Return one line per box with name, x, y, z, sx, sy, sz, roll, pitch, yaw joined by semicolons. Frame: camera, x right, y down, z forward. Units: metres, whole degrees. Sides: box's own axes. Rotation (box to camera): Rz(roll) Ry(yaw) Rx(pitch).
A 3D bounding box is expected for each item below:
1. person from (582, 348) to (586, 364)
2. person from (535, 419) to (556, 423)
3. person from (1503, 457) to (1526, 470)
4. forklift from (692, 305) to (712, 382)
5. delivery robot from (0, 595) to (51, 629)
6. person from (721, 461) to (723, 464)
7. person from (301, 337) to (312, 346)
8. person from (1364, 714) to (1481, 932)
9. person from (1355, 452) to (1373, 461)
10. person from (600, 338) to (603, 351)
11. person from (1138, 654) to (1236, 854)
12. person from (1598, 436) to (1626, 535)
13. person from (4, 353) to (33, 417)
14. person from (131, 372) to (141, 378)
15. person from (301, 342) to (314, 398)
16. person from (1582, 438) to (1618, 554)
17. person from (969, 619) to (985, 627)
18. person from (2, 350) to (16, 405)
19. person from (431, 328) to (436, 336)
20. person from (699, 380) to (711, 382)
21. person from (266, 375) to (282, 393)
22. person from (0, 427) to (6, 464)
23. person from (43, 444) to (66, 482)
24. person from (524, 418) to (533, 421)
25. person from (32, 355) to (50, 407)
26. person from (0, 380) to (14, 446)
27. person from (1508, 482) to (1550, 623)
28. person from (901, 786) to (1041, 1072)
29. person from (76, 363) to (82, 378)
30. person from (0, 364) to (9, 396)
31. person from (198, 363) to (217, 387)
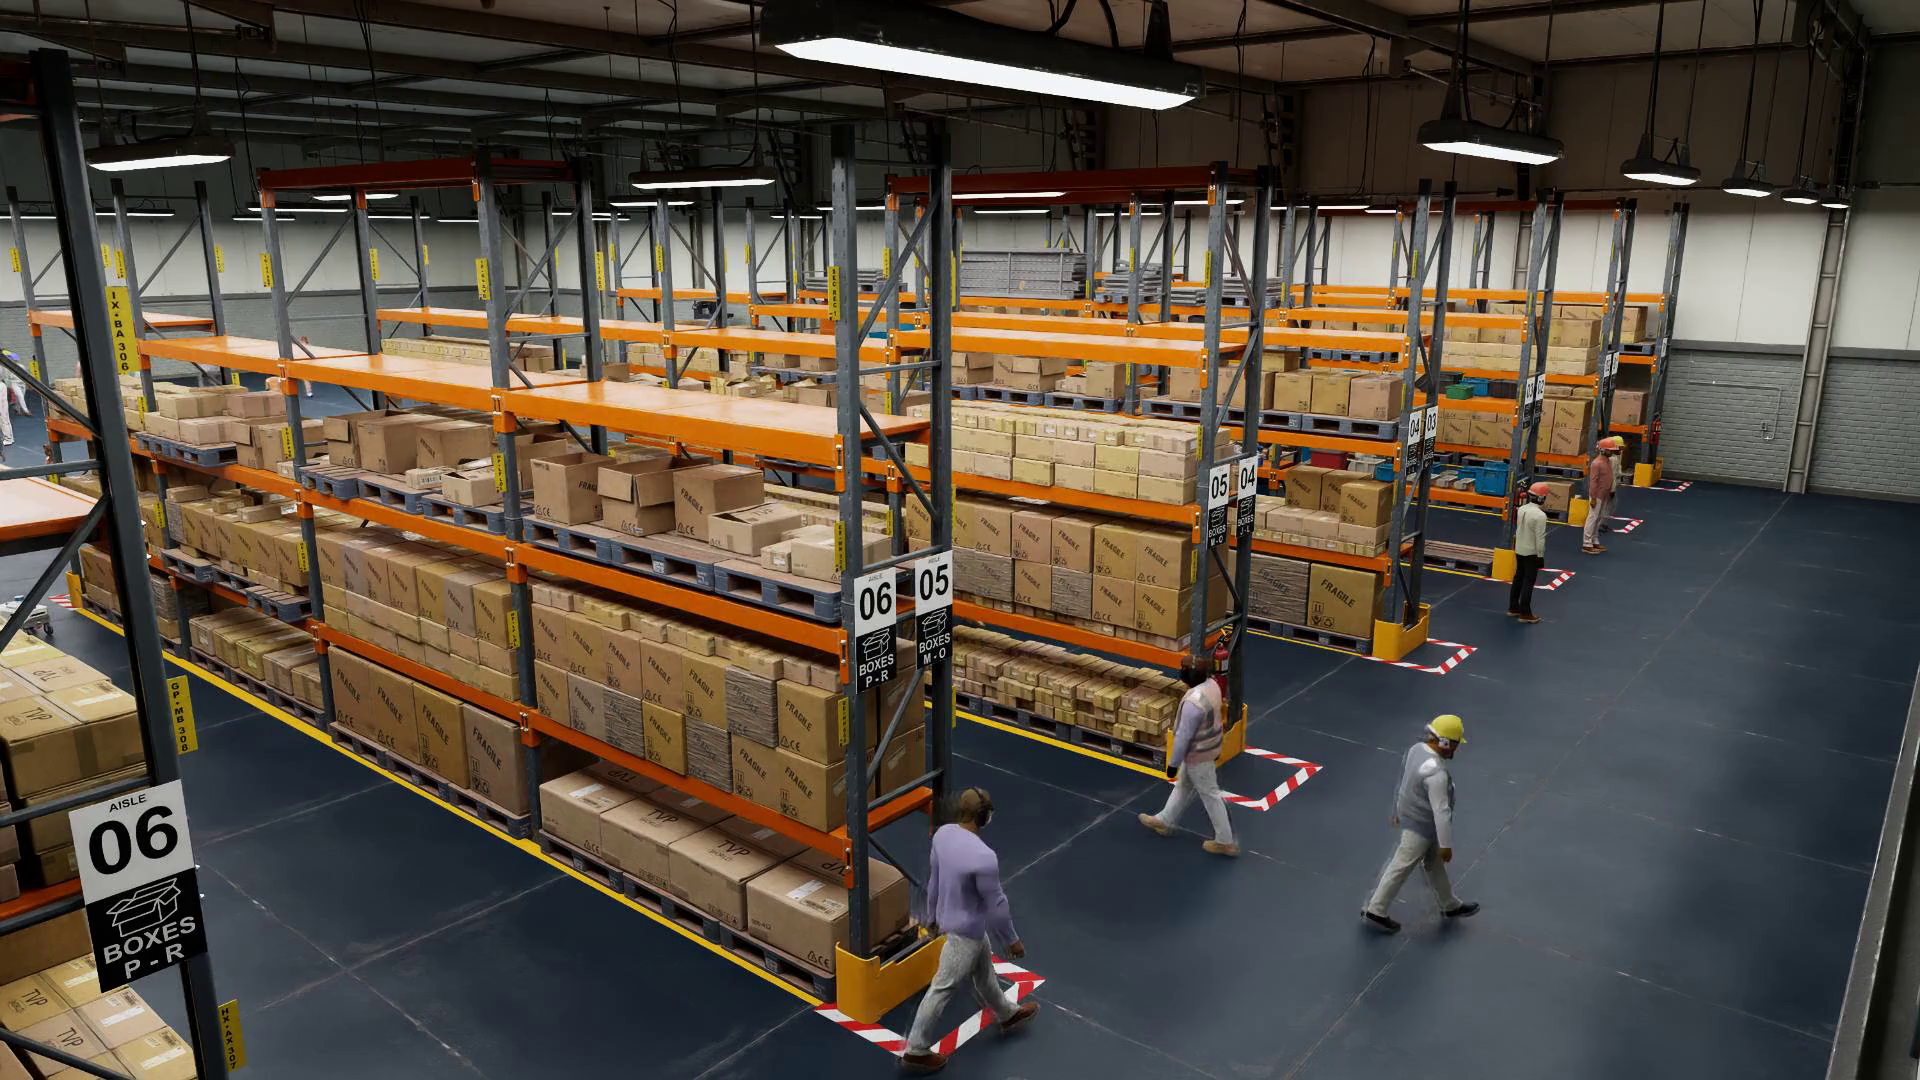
person;-12.791;-5.877;43.497;0.505;1.602;0.849;-10;17;-36
person;-9.757;-2.780;29.933;0.639;1.985;1.055;-4;14;-15
person;12.017;-2.084;27.217;0.610;1.912;1.011;-6;15;-25
forklift;-9.511;-7.392;47.124;1.873;2.768;1.129;11;17;38
delivery robot;-12.842;1.003;17.240;0.707;0.478;0.477;6;15;22
person;-5.682;-2.457;28.814;0.986;1.889;0.564;5;15;21
person;-24.496;-6.803;47.207;0.499;1.633;0.286;-6;15;-24
person;3.666;2.214;9.848;0.958;1.764;0.664;2;14;7
person;8.130;-1.628;25.286;0.371;1.940;0.630;-1;14;-6
person;-14.260;-7.442;49.080;0.706;2.000;0.689;-1;14;-3
person;2.058;1.877;11.150;0.943;1.797;0.652;6;15;24
person;11.857;-0.989;22.930;0.540;1.805;0.629;5;14;19
person;-28.345;-4.666;37.858;0.979;1.908;0.606;5;15;20
person;-25.508;-4.864;39.239;0.368;1.623;0.543;3;14;14
person;-21.896;-5.716;42.274;0.991;1.853;0.656;13;19;43
person;10.996;-0.766;21.623;0.622;1.993;0.384;-12;18;-41
person;0.006;0.286;17.665;0.631;1.821;0.777;-12;18;-40
person;-30.401;-5.194;40.315;0.533;1.767;0.325;2;14;9
person;-21.561;-7.840;51.470;0.497;1.636;0.286;-1;14;-3
person;-7.103;-3.981;34.847;0.380;1.994;0.618;8;16;31
person;-19.577;-4.115;36.047;0.536;1.678;0.620;-1;14;-4
person;-19.881;-1.731;25.711;0.635;1.937;0.352;-11;18;-39
person;-16.625;-0.971;23.204;0.513;1.641;0.309;7;15;27
person;-11.246;-3.355;32.585;0.506;1.846;0.351;0;14;0
person;-28.989;-5.020;39.792;0.544;1.686;0.342;9;16;34
person;-24.951;-3.416;32.710;0.408;1.906;0.653;-6;15;-24
person;8.085;0.160;17.841;0.405;1.986;0.619;-1;14;-5
person;0.057;2.541;8.297;1.088;1.877;0.664;-6;15;-24
person;-26.688;-4.830;38.658;1.056;1.851;0.649;9;16;33
person;-32.352;-5.678;42.480;0.419;1.684;0.539;-1;14;-4
person;-25.242;-5.706;42.148;0.817;1.901;0.593;0;14;2
